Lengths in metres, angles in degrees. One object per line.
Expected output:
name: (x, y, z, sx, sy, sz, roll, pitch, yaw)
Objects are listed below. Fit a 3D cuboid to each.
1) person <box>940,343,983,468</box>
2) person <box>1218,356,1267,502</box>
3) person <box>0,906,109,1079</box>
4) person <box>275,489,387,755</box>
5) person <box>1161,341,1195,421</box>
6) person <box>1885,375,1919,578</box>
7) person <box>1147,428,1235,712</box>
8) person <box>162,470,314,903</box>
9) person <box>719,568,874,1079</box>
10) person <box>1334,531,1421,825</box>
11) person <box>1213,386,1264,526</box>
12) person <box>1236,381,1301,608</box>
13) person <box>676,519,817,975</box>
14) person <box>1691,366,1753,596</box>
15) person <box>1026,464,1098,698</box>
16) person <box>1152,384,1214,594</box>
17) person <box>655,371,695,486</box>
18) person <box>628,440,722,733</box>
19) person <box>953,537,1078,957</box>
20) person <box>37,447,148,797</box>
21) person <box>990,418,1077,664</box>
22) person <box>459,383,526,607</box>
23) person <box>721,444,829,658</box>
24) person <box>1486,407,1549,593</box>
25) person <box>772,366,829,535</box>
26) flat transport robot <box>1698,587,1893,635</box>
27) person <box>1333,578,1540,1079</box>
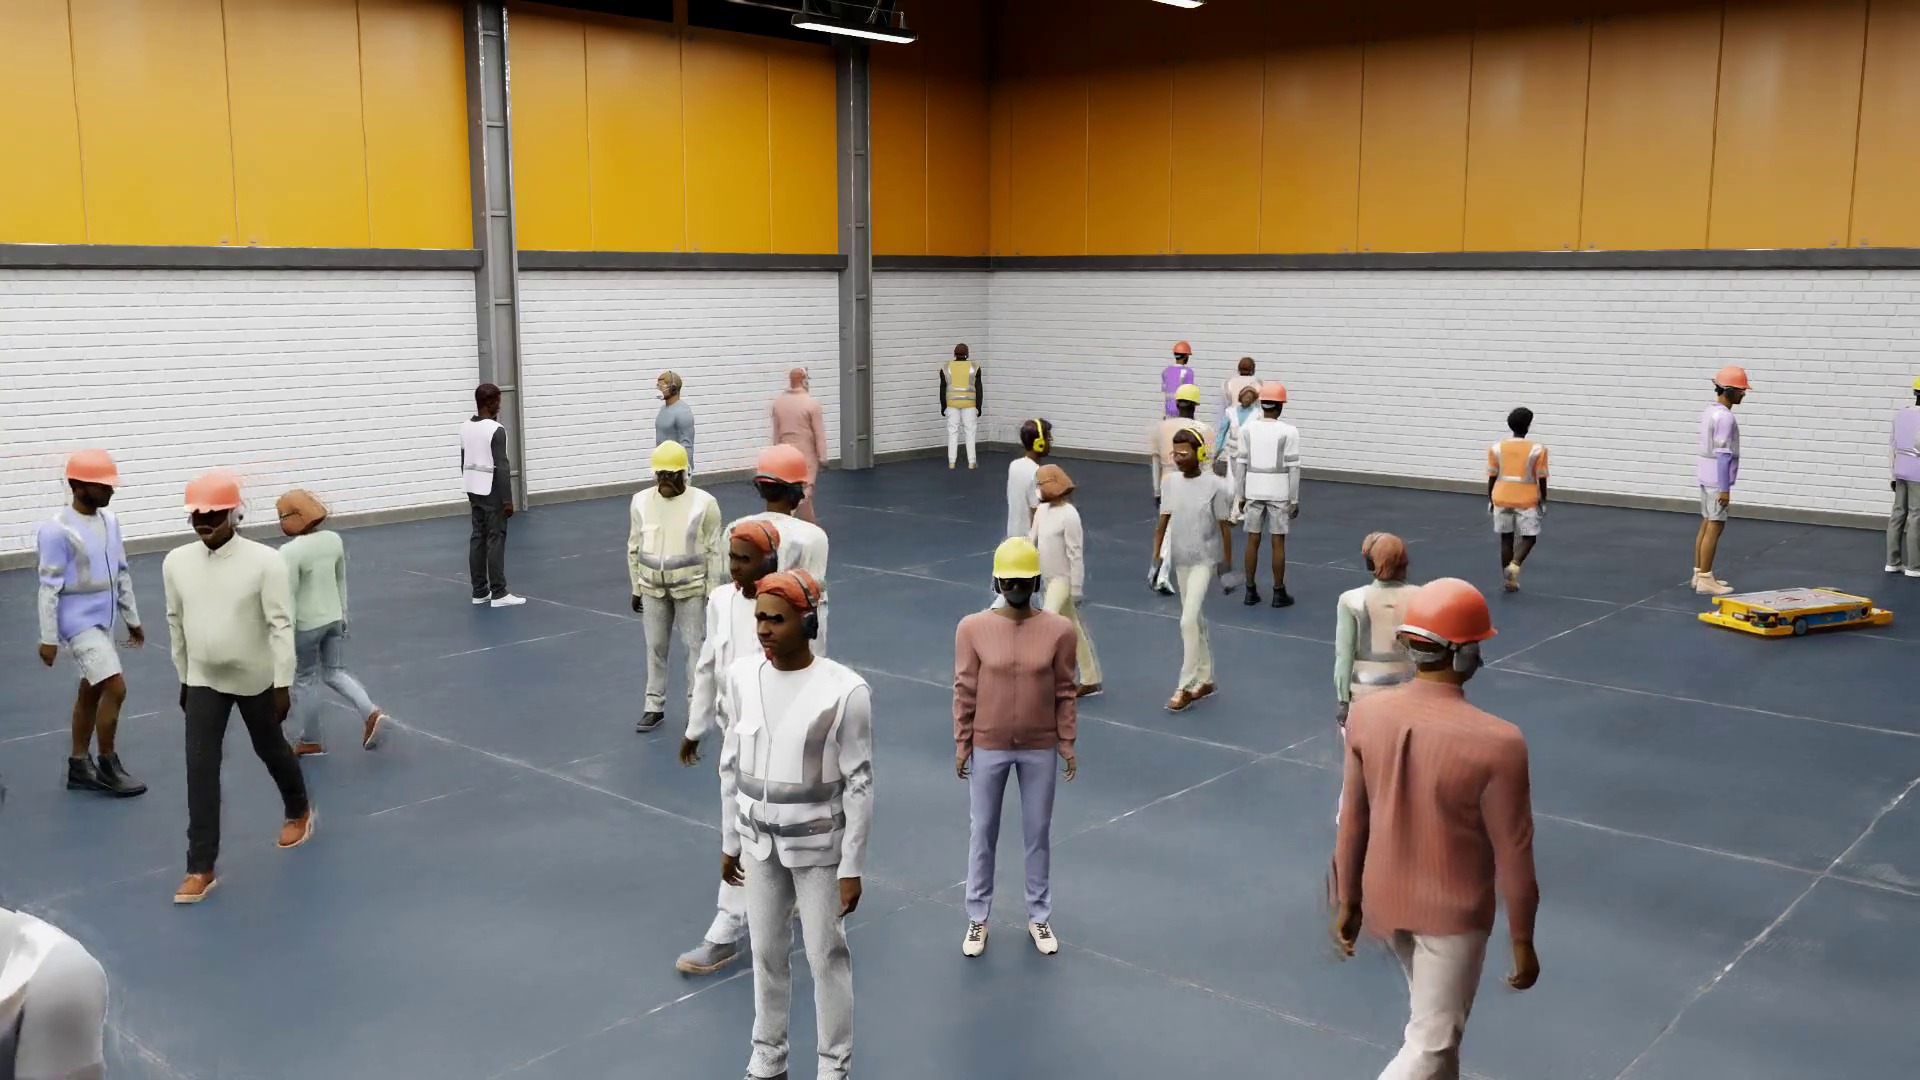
person: (0.020, -1.965, 24.421, 0.634, 1.841, 0.429, 1, 9, 4)
person: (3.561, -1.386, 20.842, 0.631, 1.843, 0.431, 3, 10, 18)
person: (-1.978, 1.368, 3.245, 0.633, 1.911, 0.984, 2, 9, 12)
person: (-3.706, 0.497, 9.699, 0.613, 1.608, 0.515, 3, 10, 19)
person: (3.027, -1.763, 22.859, 0.378, 1.932, 0.551, -8, 12, -41)
person: (8.998, -0.611, 15.650, 0.384, 1.928, 0.588, -1, 9, -9)
person: (1.464, 0.193, 10.886, 0.501, 1.832, 0.805, 9, 13, 44)
person: (-3.419, 0.621, 7.882, 0.629, 1.948, 1.044, 0, 9, 1)
person: (-0.557, 1.026, 5.511, 0.574, 1.883, 0.356, 5, 10, 28)
person: (2.074, 0.757, 8.101, 0.525, 1.598, 0.877, -1, 9, -3)
person: (3.213, -0.964, 18.940, 0.528, 1.579, 0.908, 6, 11, 33)
person: (2.649, -0.391, 14.247, 0.551, 1.932, 0.378, 5, 10, 29)
person: (-0.837, 0.813, 7.036, 0.580, 1.838, 0.998, 8, 12, 42)
person: (6.776, -0.527, 14.789, 0.392, 2.034, 0.607, 2, 9, 14)
person: (0.566, 0.299, 11.005, 0.857, 1.583, 0.499, -3, 10, -20)
person: (1.981, -0.459, 14.907, 0.591, 1.874, 1.005, 4, 10, 24)
person: (-2.703, -0.628, 15.718, 0.371, 1.941, 0.627, -5, 10, -29)
person: (-1.772, 0.289, 10.303, 0.591, 1.829, 0.404, 1, 9, 9)
person: (0.231, 0.859, 6.923, 0.524, 1.769, 0.314, -1, 9, -3)
person: (-4.642, 0.451, 9.023, 0.677, 1.906, 0.561, 1, 9, 4)
person: (0.460, 0.036, 11.917, 0.958, 1.831, 0.532, -5, 10, -28)
person: (-4.049, -0.383, 14.261, 0.591, 1.915, 0.393, 7, 12, 38)
person: (-0.861, 0.513, 8.378, 0.634, 1.991, 1.011, 4, 10, 25)
person: (4.884, -0.333, 14.645, 0.546, 1.680, 0.560, 6, 11, 34)
person: (-1.722, -0.907, 17.673, 0.646, 1.881, 0.868, 8, 12, 40)
flat transport robot: (6.760, 0.565, 13.446, 1.431, 0.197, 0.652, -4, 10, -23)
person: (1.363, 1.086, 4.928, 0.972, 1.966, 0.619, -6, 11, -34)
